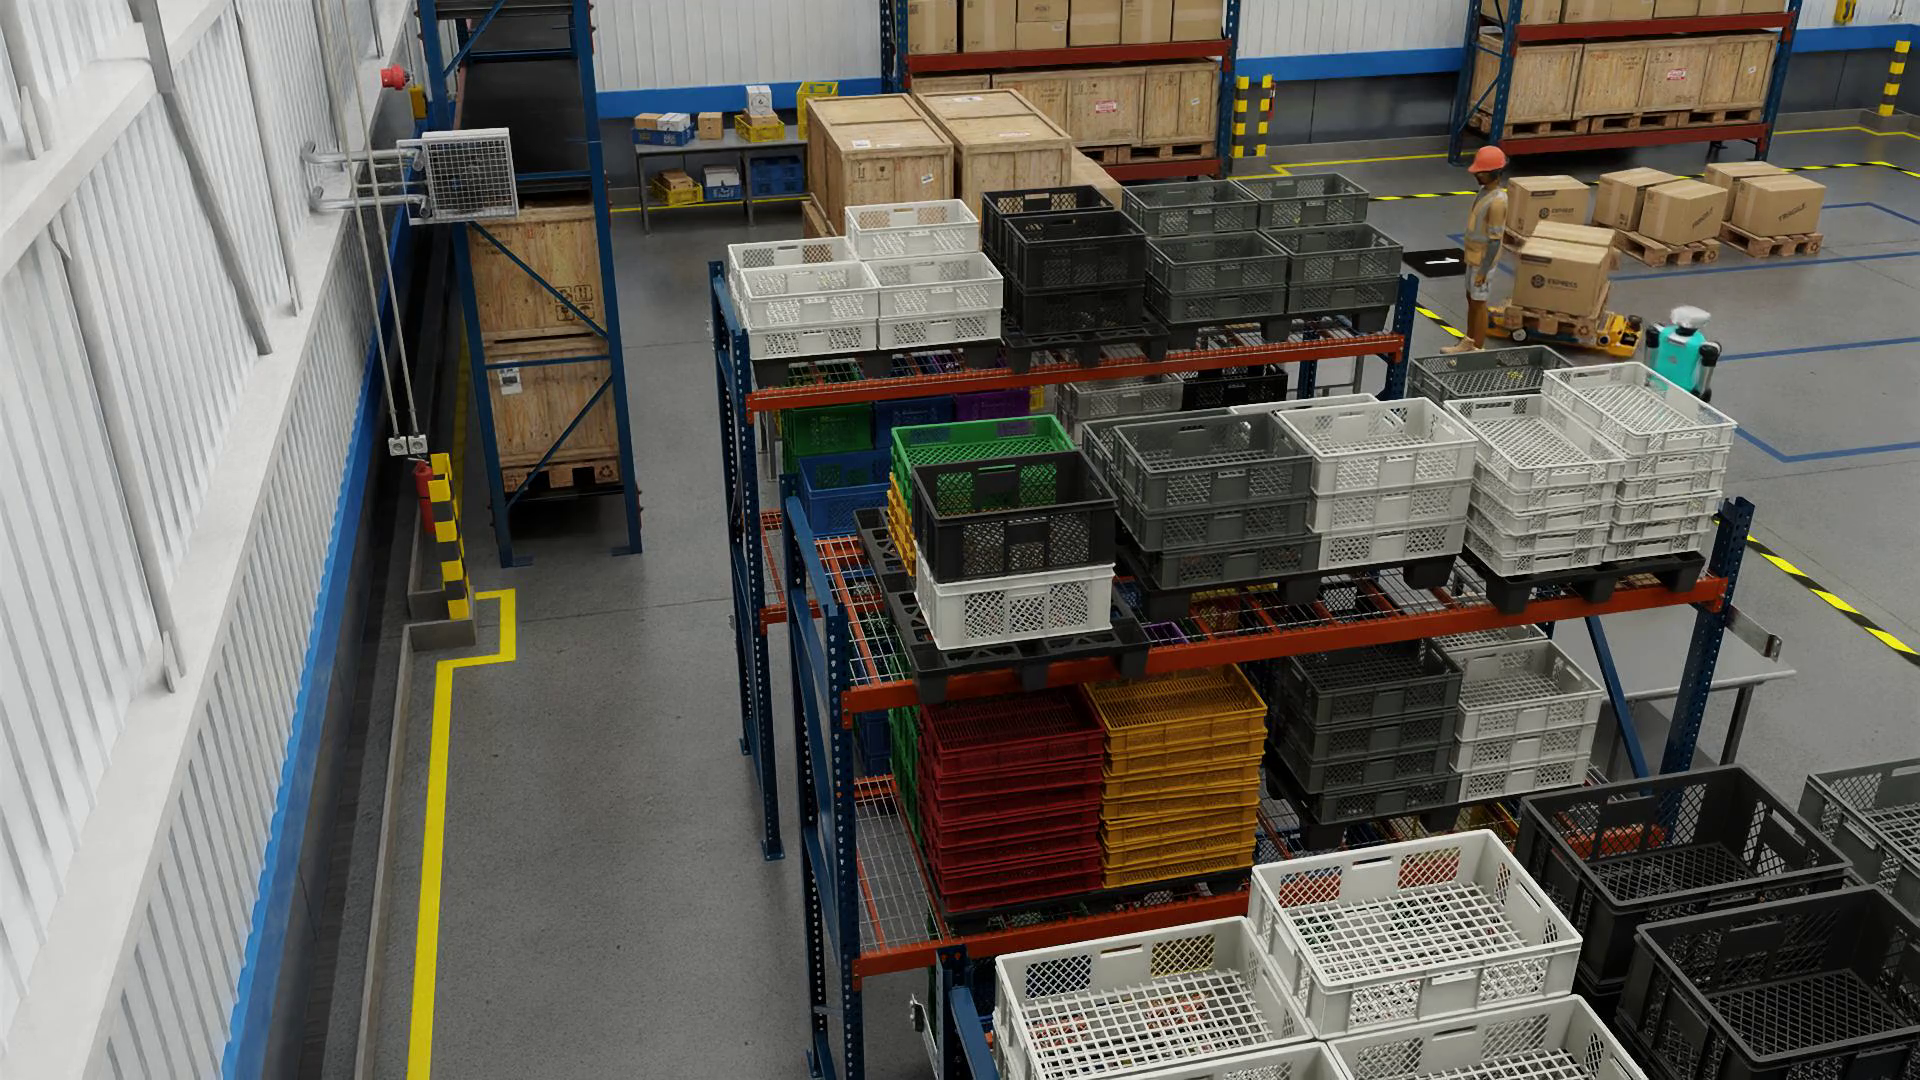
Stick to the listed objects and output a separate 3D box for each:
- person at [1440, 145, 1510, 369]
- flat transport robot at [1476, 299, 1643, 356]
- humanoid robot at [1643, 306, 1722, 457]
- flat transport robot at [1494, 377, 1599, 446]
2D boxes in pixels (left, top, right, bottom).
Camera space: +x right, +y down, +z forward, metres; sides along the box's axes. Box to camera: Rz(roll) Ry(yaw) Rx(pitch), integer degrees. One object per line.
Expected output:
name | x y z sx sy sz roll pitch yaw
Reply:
person | 4.654 -2.533 14.956 0.383 2.041 0.605 2 28 4
flat transport robot | 5.746 -2.064 15.934 1.431 0.197 0.652 13 30 22
humanoid robot | 5.304 -0.924 12.259 0.811 1.797 0.565 -24 36 -38
flat transport robot | 4.780 -1.036 14.013 0.659 0.231 1.431 -6 28 -12
